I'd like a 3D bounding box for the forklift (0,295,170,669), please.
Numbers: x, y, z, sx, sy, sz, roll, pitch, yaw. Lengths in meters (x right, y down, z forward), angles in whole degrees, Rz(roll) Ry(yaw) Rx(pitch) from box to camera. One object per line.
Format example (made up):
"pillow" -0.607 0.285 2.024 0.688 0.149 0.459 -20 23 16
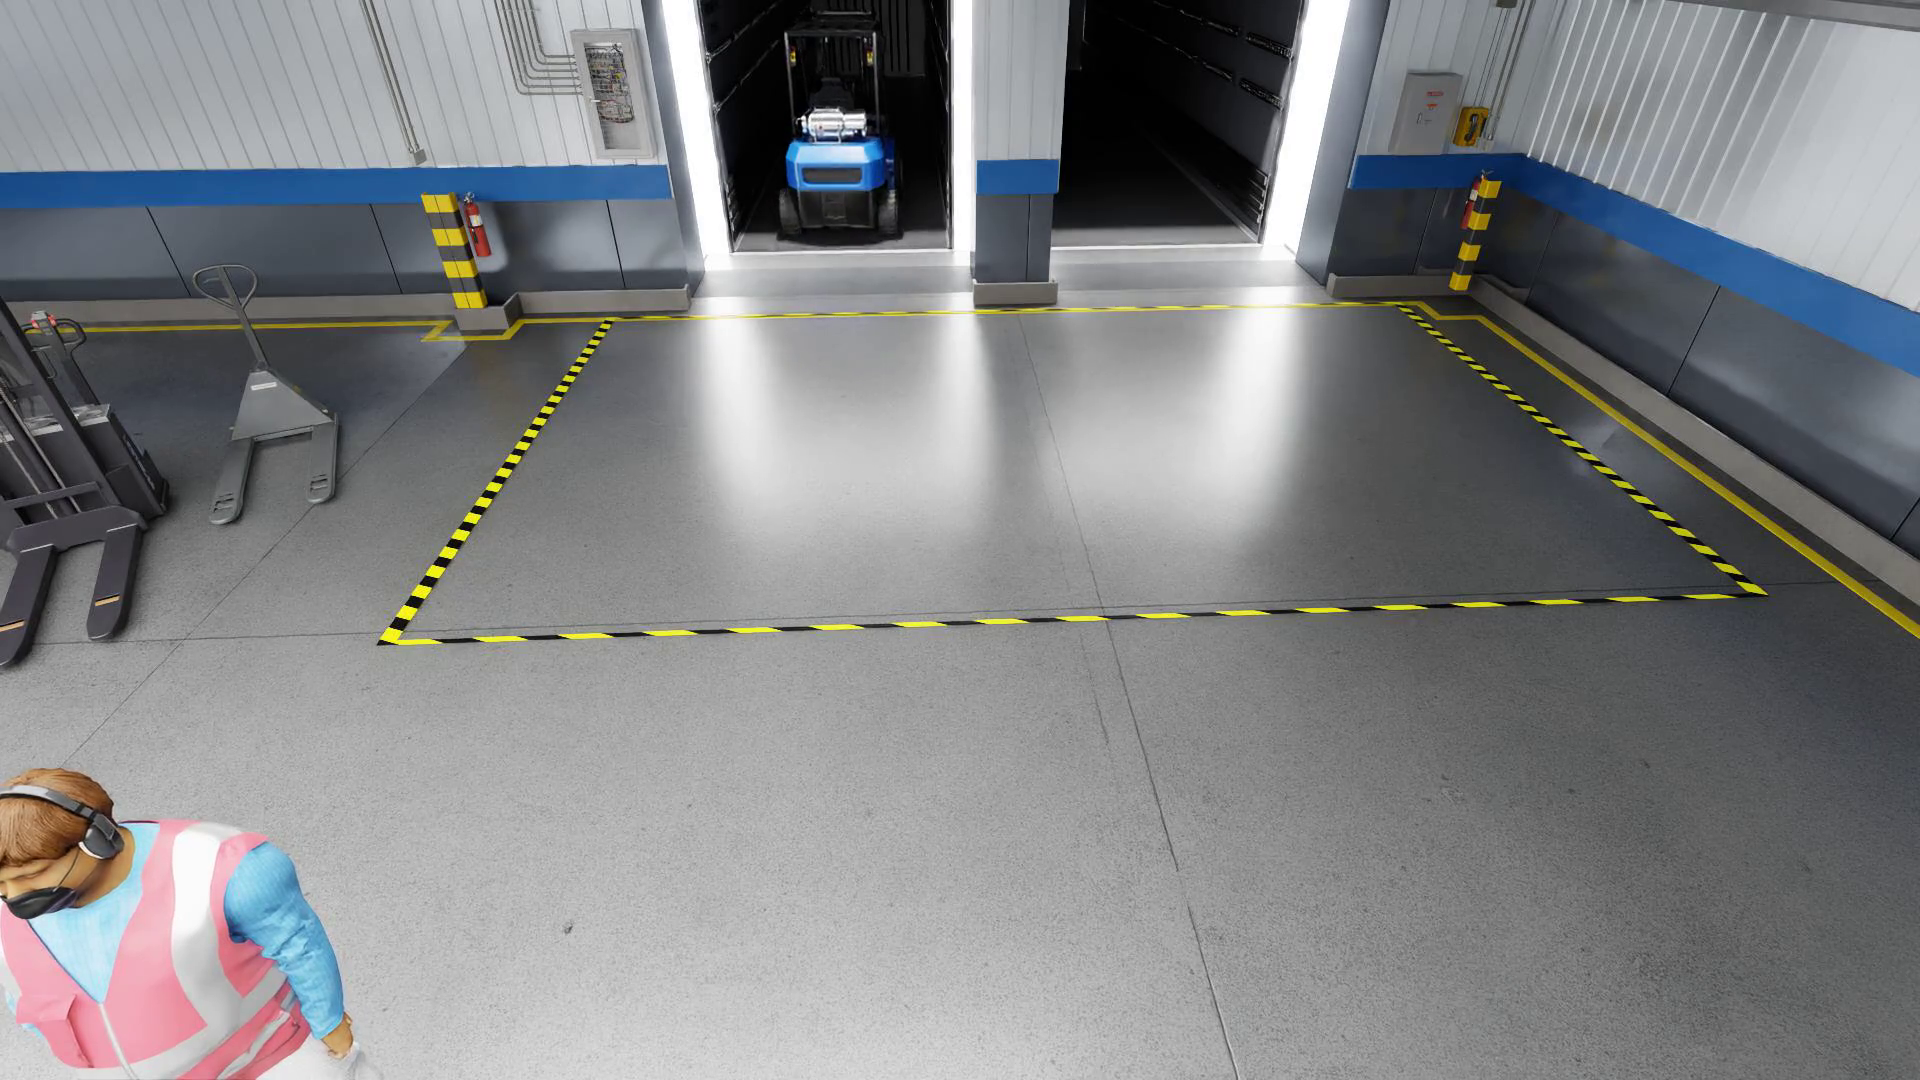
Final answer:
"forklift" -5.212 -0.618 4.878 0.823 1.965 1.885 -20 39 -26

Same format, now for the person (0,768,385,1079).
"person" -1.877 1.257 2.319 0.626 1.844 0.429 -9 36 -12

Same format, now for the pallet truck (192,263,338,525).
"pallet truck" -4.778 -1.027 6.128 0.680 1.201 1.601 -17 38 -23

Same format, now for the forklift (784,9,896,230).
"forklift" -1.417 -5.099 10.997 1.157 2.036 2.680 0 35 0
